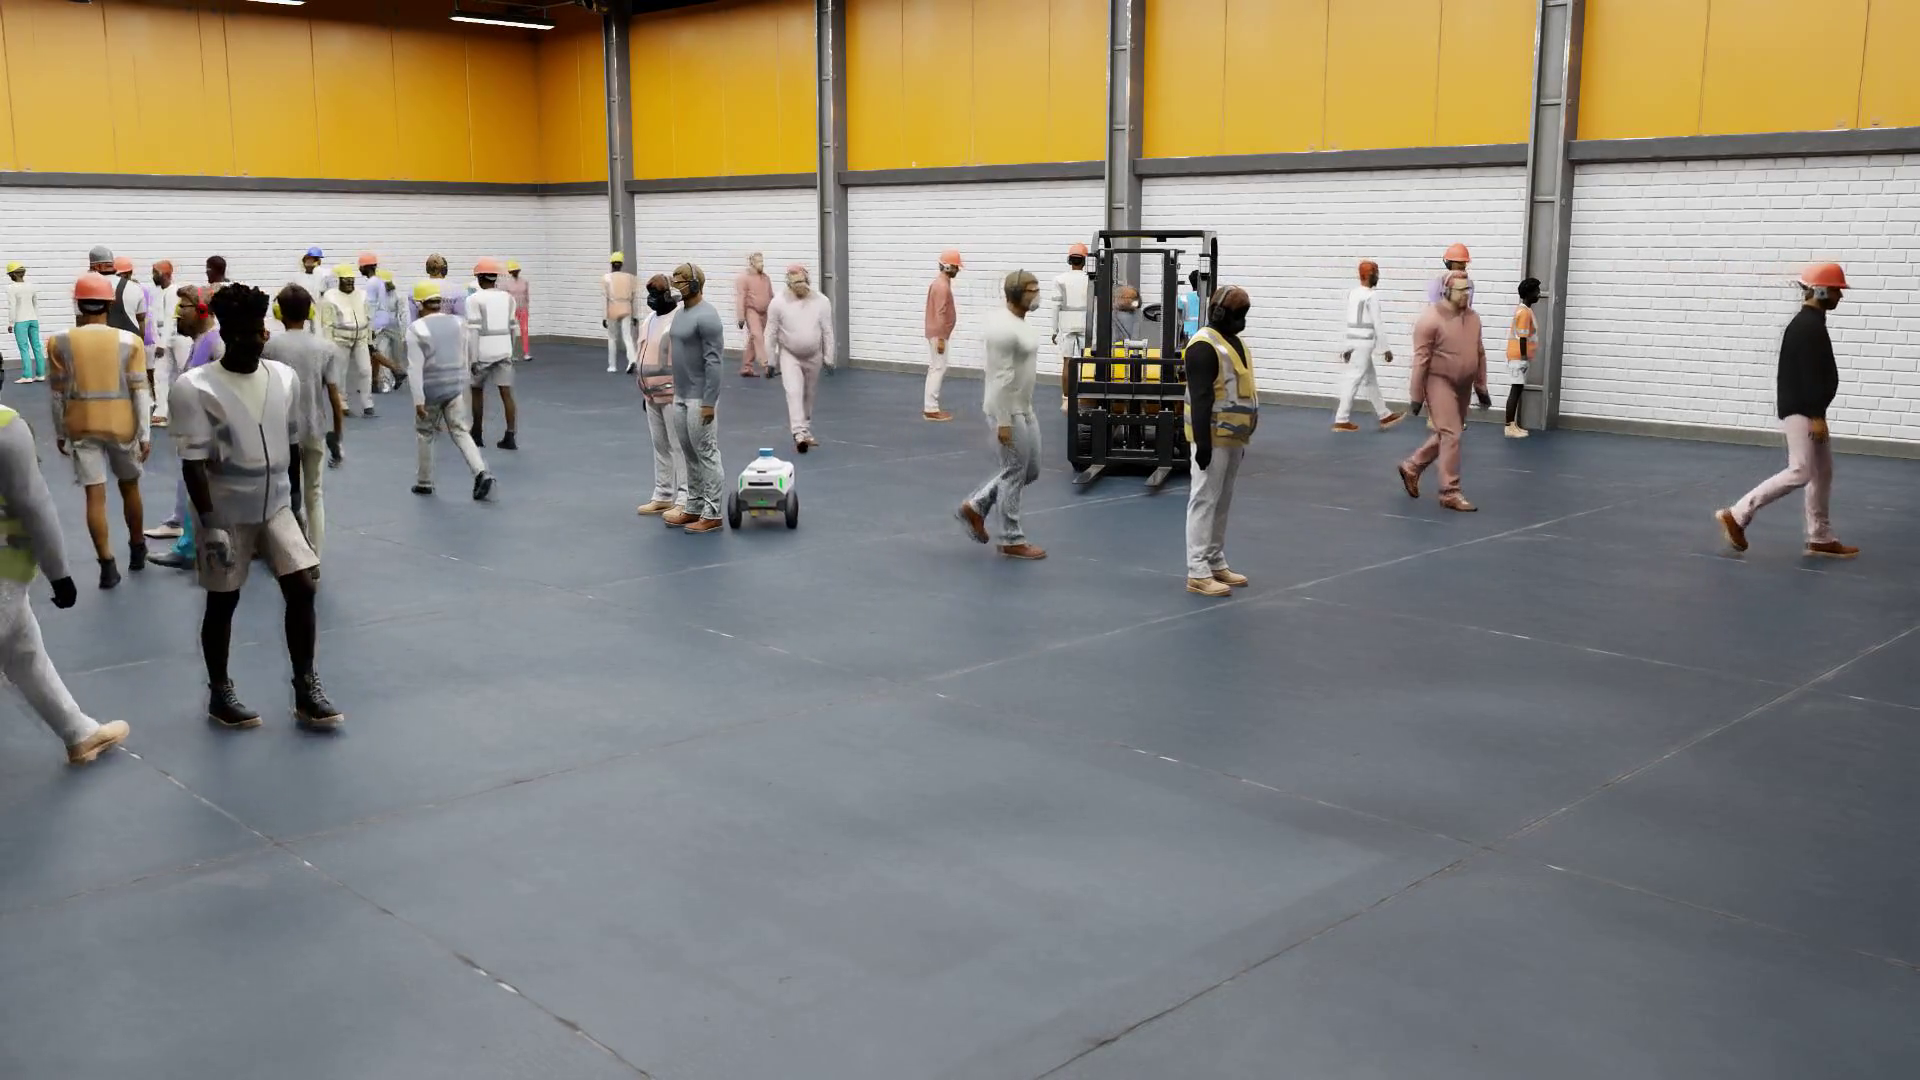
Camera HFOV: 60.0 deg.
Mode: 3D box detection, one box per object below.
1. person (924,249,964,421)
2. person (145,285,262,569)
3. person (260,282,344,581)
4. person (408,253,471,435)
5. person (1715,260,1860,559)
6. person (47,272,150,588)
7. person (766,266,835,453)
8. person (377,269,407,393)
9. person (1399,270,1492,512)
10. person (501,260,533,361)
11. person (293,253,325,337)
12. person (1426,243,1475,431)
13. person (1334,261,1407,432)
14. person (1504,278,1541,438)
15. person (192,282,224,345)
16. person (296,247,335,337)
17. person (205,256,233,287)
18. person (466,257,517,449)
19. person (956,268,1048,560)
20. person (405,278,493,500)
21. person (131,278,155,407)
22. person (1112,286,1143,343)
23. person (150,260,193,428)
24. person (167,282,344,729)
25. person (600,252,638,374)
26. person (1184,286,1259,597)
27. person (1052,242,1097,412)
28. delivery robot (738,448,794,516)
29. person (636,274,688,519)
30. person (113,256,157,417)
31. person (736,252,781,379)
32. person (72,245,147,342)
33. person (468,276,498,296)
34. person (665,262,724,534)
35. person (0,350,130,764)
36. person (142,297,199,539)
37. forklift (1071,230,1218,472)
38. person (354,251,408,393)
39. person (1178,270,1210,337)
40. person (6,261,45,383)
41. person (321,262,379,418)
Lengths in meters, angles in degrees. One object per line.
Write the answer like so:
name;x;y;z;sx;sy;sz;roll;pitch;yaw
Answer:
person;-0.187;-2.365;19.229;0.454;1.976;0.634;-1;10;-5
person;-4.895;-0.719;10.683;0.838;1.809;0.581;-6;12;-30
person;-4.001;-0.626;10.063;0.524;1.857;0.657;-6;12;-31
person;-5.549;-2.086;17.796;0.632;1.940;0.372;1;10;4
person;5.542;-0.853;10.980;0.825;1.972;0.637;6;12;29
person;-5.317;-0.694;10.326;0.548;1.899;0.923;-5;12;-25
person;-1.564;-1.793;16.509;0.660;1.837;1.052;-4;11;-21
person;-7.861;-2.898;22.965;0.500;1.682;0.903;-1;10;-8
person;3.801;-1.197;13.139;0.641;1.874;0.854;-7;13;-35
person;-7.468;-3.859;28.075;0.569;1.705;0.865;-8;13;-37
person;-10.425;-3.671;26.676;0.529;1.855;0.692;-6;12;-30
person;5.379;-2.205;18.166;0.616;2.039;0.387;-5;12;-26
person;4.496;-2.094;18.096;0.935;1.839;0.590;-2;11;-10
person;5.941;-1.919;17.586;0.320;1.690;0.533;3;11;18
person;-8.364;-2.101;18.778;0.543;1.602;0.729;-6;12;-28
person;-10.426;-3.772;26.975;0.605;1.944;0.403;-1;10;-7
person;-8.653;-2.358;19.418;0.863;1.885;0.604;0;10;0
person;-4.755;-1.871;16.716;0.852;1.903;0.568;10;14;44
person;0.283;-0.822;10.957;0.567;1.925;0.640;3;11;18
person;-4.167;-1.211;13.421;0.858;1.805;0.600;9;13;39
person;-10.352;-2.475;20.803;0.797;1.606;0.524;4;11;22
person;1.802;-1.993;18.235;0.845;1.592;0.505;10;14;43
person;-8.833;-2.163;18.450;0.557;1.851;0.781;10;14;43
person;-2.971;-0.119;7.079;0.804;1.929;0.650;7;12;33
person;-5.251;-3.513;25.754;0.602;1.892;0.914;-6;12;-28
person;1.565;-0.596;9.961;0.430;1.835;0.625;6;12;30
person;1.411;-2.558;20.087;0.615;2.040;0.391;1;10;4
delivery robot;-1.432;-0.437;12.324;0.477;0.478;0.707;0;10;1
person;-2.216;-1.078;12.564;0.430;1.845;0.619;-9;14;-41
person;-9.443;-2.245;18.804;0.549;1.892;0.925;5;11;24
person;-2.948;-3.340;24.815;0.946;1.860;0.668;7;12;33
person;-8.588;-1.952;16.787;0.536;2.000;0.678;10;14;42
person;-7.977;-3.789;27.903;0.513;1.639;0.311;-3;11;-17
person;-1.913;-1.017;11.969;0.364;1.939;0.636;-7;12;-33
person;-3.706;0.099;6.354;0.635;1.778;1.007;6;12;32
person;-5.303;-0.868;11.775;0.923;1.715;0.540;-2;11;-13
forklift;1.804;-1.825;15.677;1.214;2.155;2.313;2;11;13
person;-7.833;-2.919;22.398;0.662;1.919;0.552;0;10;-2
person;3.004;-2.589;21.200;0.537;1.695;0.321;0;10;1
person;-13.543;-3.141;24.041;0.328;1.762;0.522;3;11;15
person;-7.060;-2.303;19.309;0.721;1.814;0.637;10;14;43
